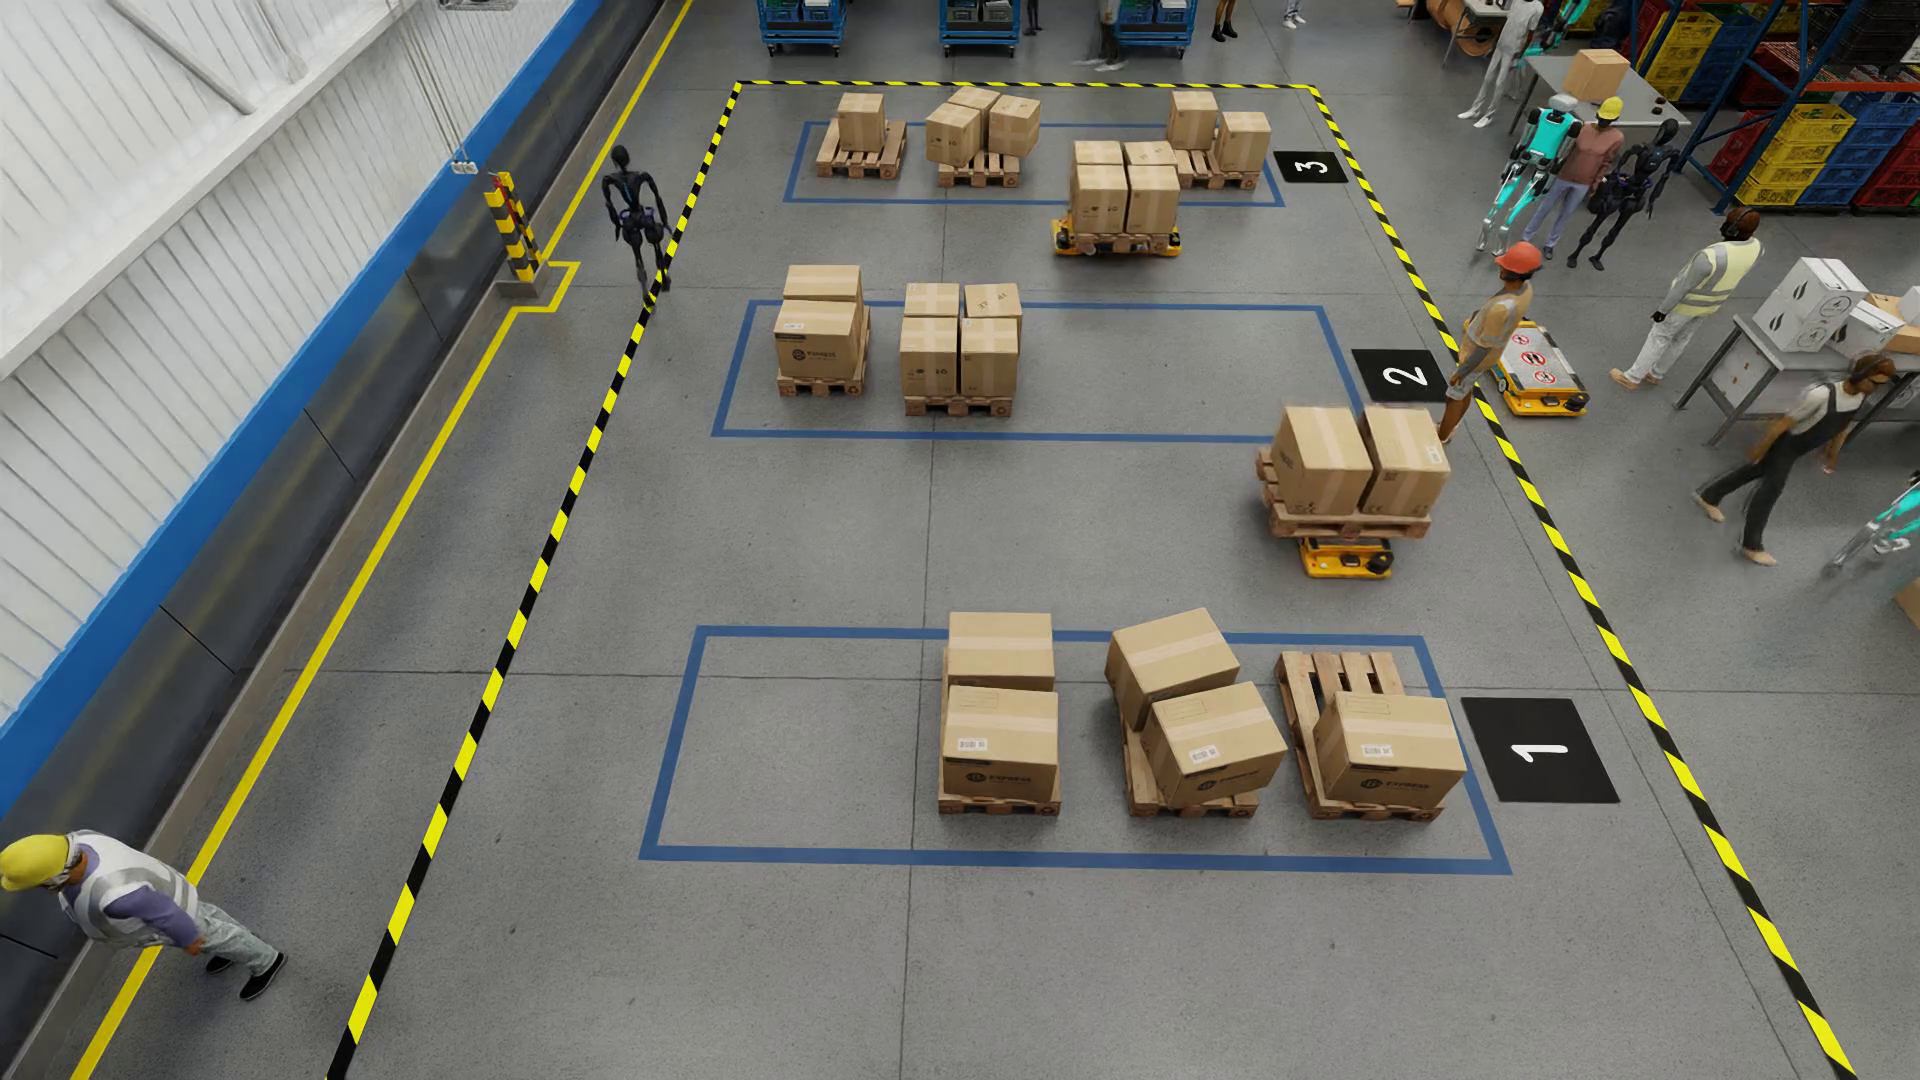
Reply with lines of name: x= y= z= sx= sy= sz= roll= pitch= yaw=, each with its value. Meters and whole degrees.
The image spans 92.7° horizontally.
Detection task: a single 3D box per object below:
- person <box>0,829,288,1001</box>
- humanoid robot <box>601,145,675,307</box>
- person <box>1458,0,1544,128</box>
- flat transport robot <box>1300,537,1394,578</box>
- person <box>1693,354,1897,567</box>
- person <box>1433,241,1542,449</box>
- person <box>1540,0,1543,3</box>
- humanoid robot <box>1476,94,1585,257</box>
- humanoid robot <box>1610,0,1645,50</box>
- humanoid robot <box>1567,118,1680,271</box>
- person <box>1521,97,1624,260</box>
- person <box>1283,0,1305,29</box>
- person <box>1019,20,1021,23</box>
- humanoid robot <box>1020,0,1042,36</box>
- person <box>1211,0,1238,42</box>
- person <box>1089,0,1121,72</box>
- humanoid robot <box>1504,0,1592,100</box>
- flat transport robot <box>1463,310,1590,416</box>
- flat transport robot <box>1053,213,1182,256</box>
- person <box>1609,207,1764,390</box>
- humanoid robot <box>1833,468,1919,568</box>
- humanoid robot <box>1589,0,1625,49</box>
person: x=-4.219 y=1.963 z=4.803 sx=0.590 sy=1.827 sz=0.404 roll=25 pitch=54 yaw=20
humanoid robot: x=-3.265 y=-3.200 z=9.379 sx=0.607 sy=1.632 sz=0.600 roll=-7 pitch=50 yaw=-6
person: x=7.156 y=-6.411 z=12.023 sx=0.321 sy=1.870 sz=0.528 roll=-17 pitch=51 yaw=-14
flat transport robot: x=3.139 y=-0.290 z=7.766 sx=0.652 sy=0.197 sz=1.431 roll=1 pitch=49 yaw=1
person: x=6.512 y=-0.621 z=7.054 sx=0.509 sy=1.803 sz=0.934 roll=-13 pitch=50 yaw=-11
person: x=4.327 y=-1.565 z=7.717 sx=0.379 sy=2.040 sz=0.614 roll=35 pitch=58 yaw=26
person: x=8.586 y=-8.395 z=13.634 sx=0.388 sy=2.033 sz=0.605 roll=-33 pitch=57 yaw=-25
humanoid robot: x=5.967 y=-3.808 z=9.772 sx=0.735 sy=1.673 sz=0.533 roll=-35 pitch=58 yaw=-26
humanoid robot: x=10.160 y=-8.213 z=13.710 sx=0.437 sy=1.645 sz=0.600 roll=3 pitch=49 yaw=3
humanoid robot: x=7.108 y=-3.651 z=9.754 sx=0.599 sy=1.654 sz=0.315 roll=10 pitch=50 yaw=8
person: x=6.631 y=-3.885 z=9.905 sx=0.532 sy=1.767 sz=0.320 roll=20 pitch=52 yaw=16
person: x=5.466 y=-9.021 z=14.365 sx=0.295 sy=1.743 sz=0.483 roll=35 pitch=58 yaw=27
person: x=0.797 y=-9.213 z=14.468 sx=0.382 sy=1.838 sz=0.564 roll=-3 pitch=49 yaw=-2
humanoid robot: x=1.167 y=-8.742 z=14.160 sx=0.335 sy=1.650 sz=0.591 roll=5 pitch=49 yaw=5
person: x=4.239 y=-8.674 z=13.937 sx=0.545 sy=1.938 sz=0.376 roll=-28 pitch=55 yaw=-22
person: x=2.121 y=-7.764 z=13.206 sx=0.395 sy=1.850 sz=0.596 roll=0 pitch=49 yaw=0
humanoid robot: x=7.964 y=-6.850 z=12.560 sx=0.537 sy=1.860 sz=0.812 roll=-35 pitch=58 yaw=-27
flat transport robot: x=5.573 y=-1.757 z=9.054 sx=0.659 sy=0.231 sz=1.431 roll=1 pitch=49 yaw=1
flat transport robot: x=1.811 y=-3.559 z=10.595 sx=1.431 sy=0.197 sz=0.652 roll=1 pitch=49 yaw=1
person: x=6.655 y=-2.160 z=8.372 sx=0.629 sy=1.835 sz=0.429 roll=-12 pitch=50 yaw=-10
humanoid robot: x=7.295 y=-0.297 z=6.807 sx=0.984 sy=1.726 sz=0.586 roll=-18 pitch=52 yaw=-15
humanoid robot: x=8.402 y=-6.441 z=12.180 sx=0.338 sy=1.652 sz=0.609 roll=21 pitch=52 yaw=17
